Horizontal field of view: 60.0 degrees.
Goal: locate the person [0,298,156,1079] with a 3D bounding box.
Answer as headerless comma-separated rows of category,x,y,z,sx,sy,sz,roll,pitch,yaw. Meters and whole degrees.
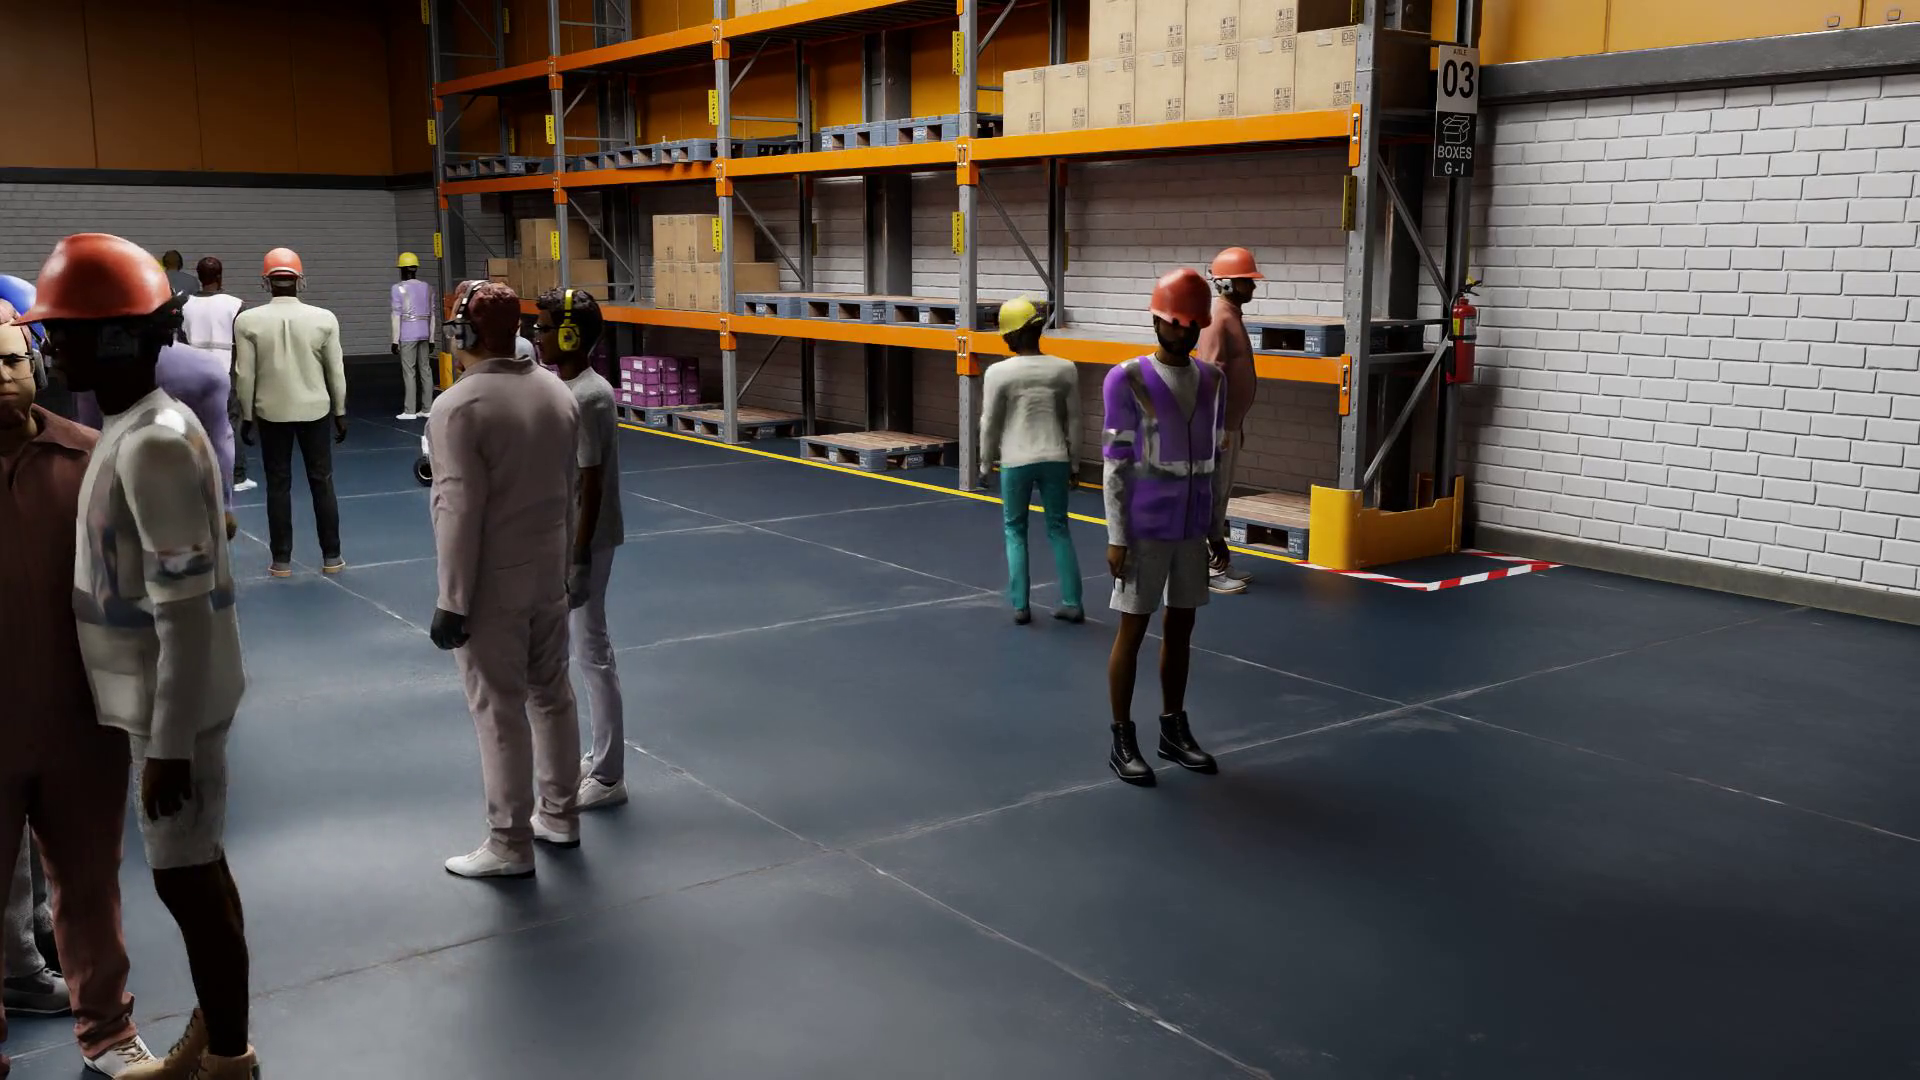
person,-2.130,0.408,3.782,0.407,1.908,0.641,8,13,39

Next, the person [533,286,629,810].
person,-1.369,0.036,5.969,0.328,1.872,0.514,-2,10,-12

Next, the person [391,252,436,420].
person,-6.302,-2.343,19.166,0.390,1.922,0.589,6,12,31

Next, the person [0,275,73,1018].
person,-2.509,0.281,4.403,0.401,1.939,0.602,-3,11,-18

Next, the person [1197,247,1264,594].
person,1.556,-0.696,9.713,0.382,1.996,0.608,3,11,19

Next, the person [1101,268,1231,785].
person,0.793,-0.048,6.274,0.542,1.929,0.374,-5,11,-27

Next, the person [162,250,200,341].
person,-9.860,-2.674,20.951,0.629,1.940,0.376,-2,10,-9

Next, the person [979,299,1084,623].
person,0.374,-0.400,8.812,0.544,1.727,0.375,-3,11,-17

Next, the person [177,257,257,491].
person,-6.089,-1.347,13.603,0.591,1.912,0.381,1,10,4

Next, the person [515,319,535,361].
person,-3.208,-0.884,11.807,0.512,1.622,0.294,6,12,30

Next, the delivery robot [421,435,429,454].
delivery robot,-4.139,-0.780,13.954,0.707,0.478,0.477,3,10,15

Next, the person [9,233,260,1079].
person,-1.806,0.354,3.705,0.394,2.041,0.615,-5,11,-27

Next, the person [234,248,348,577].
person,-4.069,-0.773,10.151,0.624,1.990,0.397,-5,11,-24

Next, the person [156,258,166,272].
person,-10.943,-2.995,23.090,0.611,1.812,0.614,-1,10,-4

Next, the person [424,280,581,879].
person,-1.484,0.129,5.347,0.400,1.907,0.644,4,11,22

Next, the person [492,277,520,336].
person,-5.408,-2.275,19.603,0.282,1.624,0.493,10,14,44

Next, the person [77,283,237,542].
person,-3.460,-0.192,7.214,0.644,1.891,1.005,-2,10,-10
